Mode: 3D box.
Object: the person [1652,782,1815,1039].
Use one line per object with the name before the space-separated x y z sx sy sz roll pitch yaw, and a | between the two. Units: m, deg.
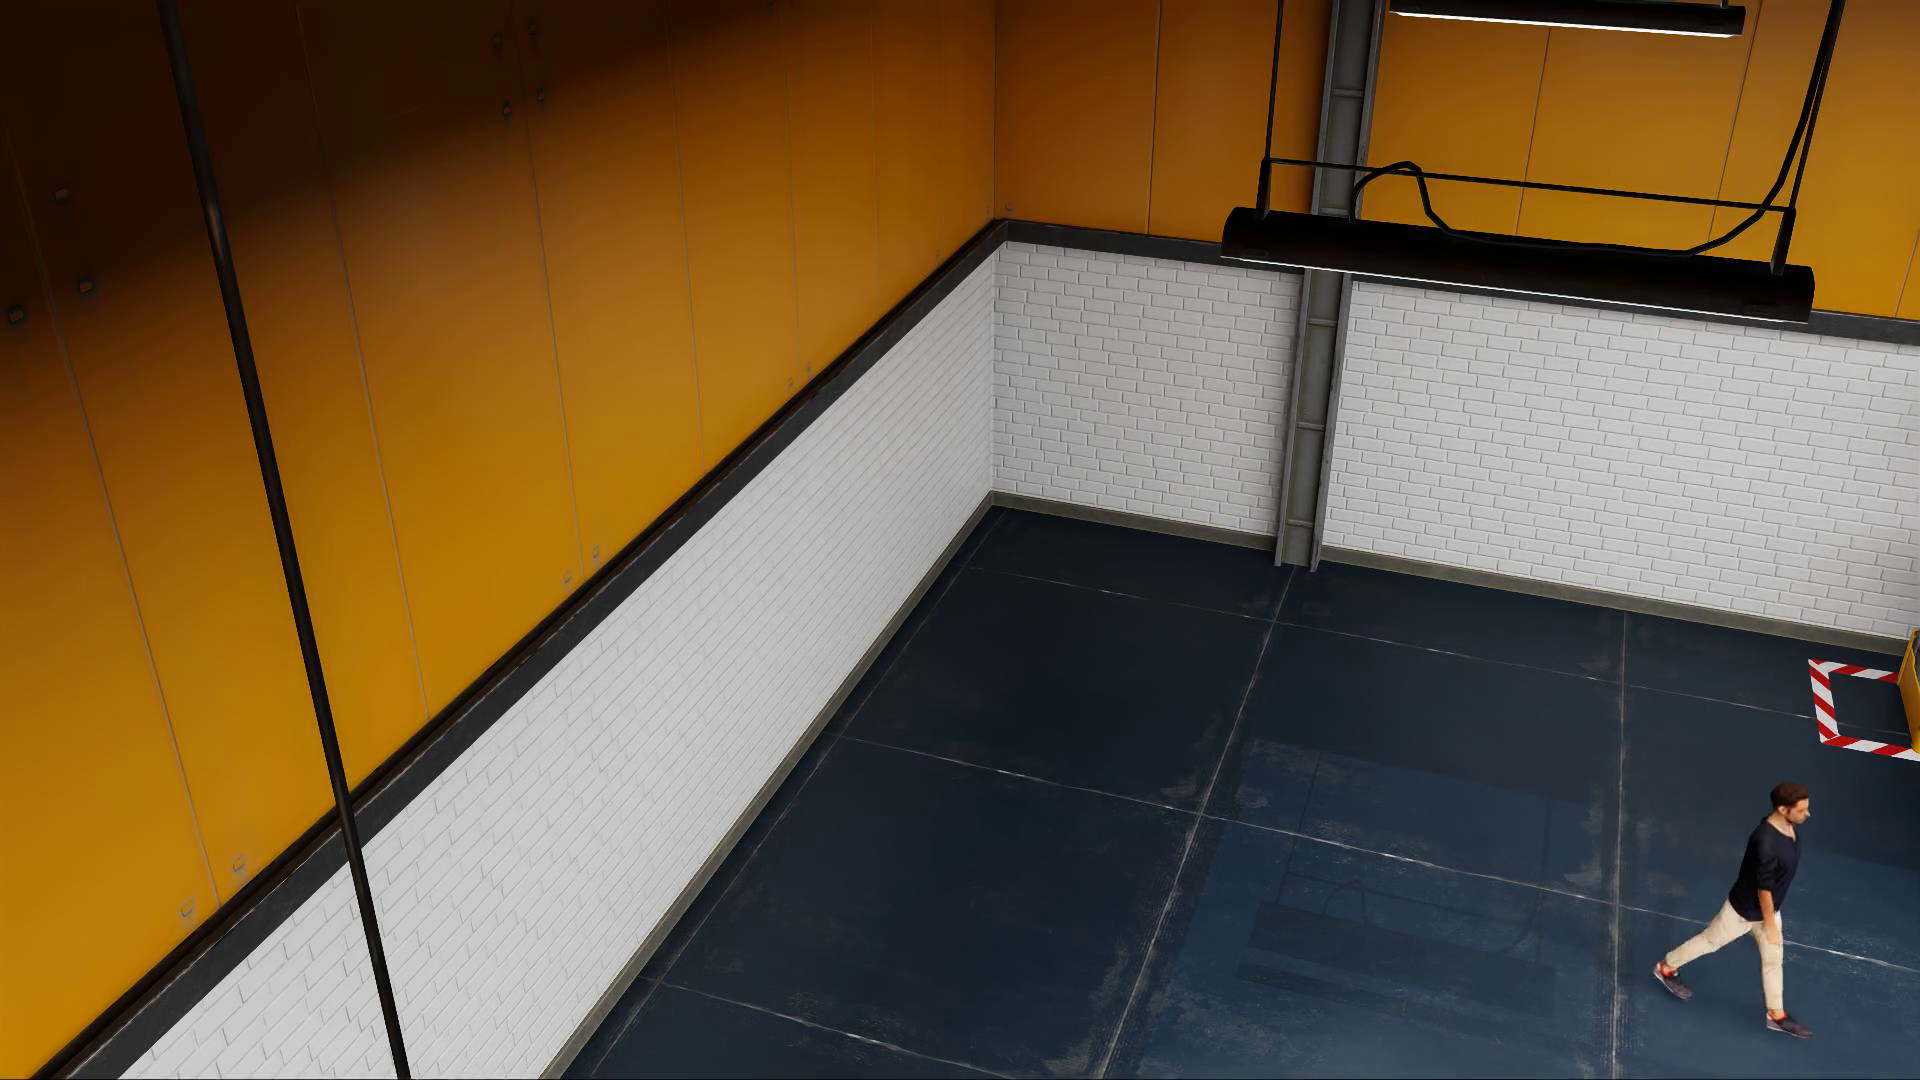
person | 4.881 2.268 10.457 1.297 1.809 0.999 25 38 38
